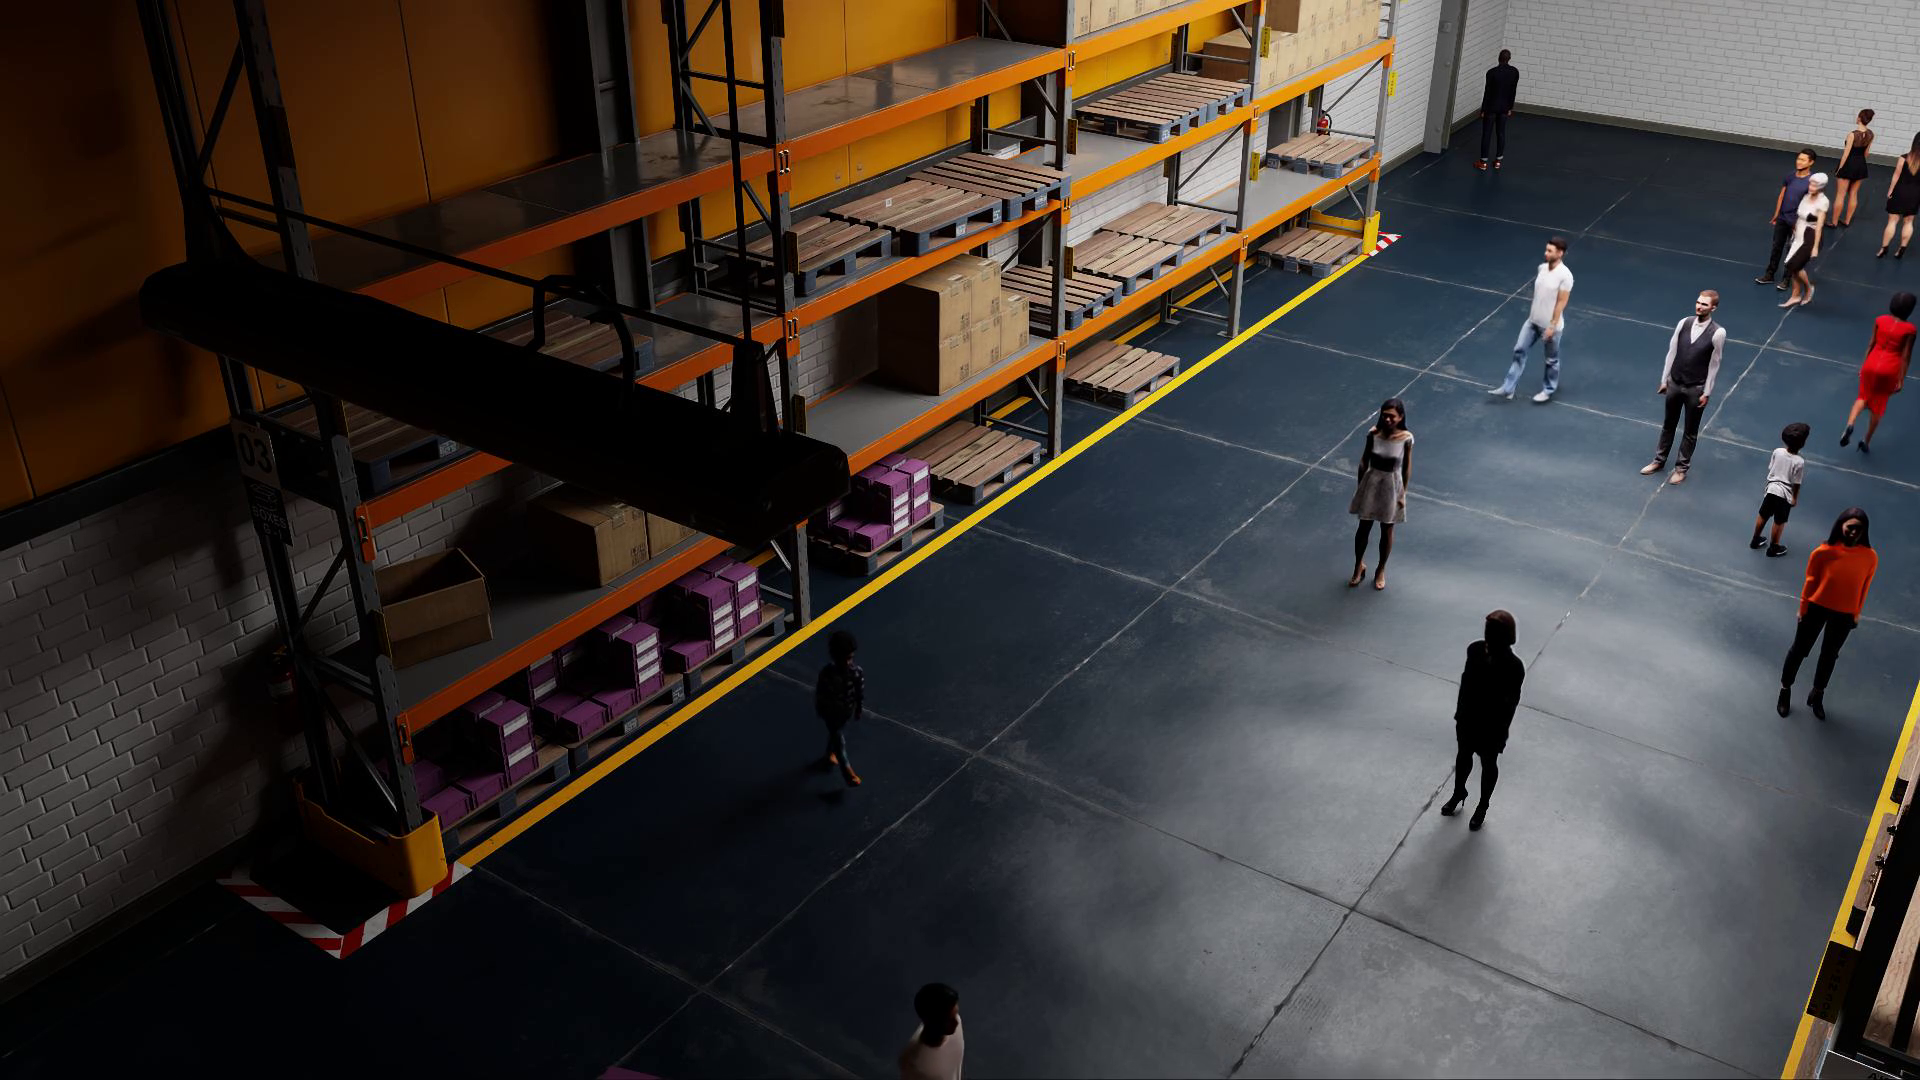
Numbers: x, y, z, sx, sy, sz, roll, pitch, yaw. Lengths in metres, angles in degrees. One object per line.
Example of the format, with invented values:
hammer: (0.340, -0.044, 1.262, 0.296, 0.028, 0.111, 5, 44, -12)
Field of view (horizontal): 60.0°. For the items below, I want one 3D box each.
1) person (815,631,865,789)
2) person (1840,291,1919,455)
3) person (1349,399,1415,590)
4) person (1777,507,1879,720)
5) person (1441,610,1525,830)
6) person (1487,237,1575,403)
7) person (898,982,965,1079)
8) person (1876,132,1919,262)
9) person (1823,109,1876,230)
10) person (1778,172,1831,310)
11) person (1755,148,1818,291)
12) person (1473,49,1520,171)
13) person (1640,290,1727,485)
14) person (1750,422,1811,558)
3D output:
person: (-0.899, 1.164, 11.998, 0.853, 1.212, 0.822, -9, 30, -16)
person: (9.138, -1.630, 16.577, 0.810, 1.732, 0.680, -23, 36, -36)
person: (3.614, -0.391, 14.263, 0.713, 1.774, 0.714, 10, 30, 18)
person: (6.565, 0.540, 12.581, 0.696, 1.749, 0.688, 5, 29, 10)
person: (3.590, 1.217, 11.386, 0.595, 1.704, 0.640, -21, 35, -34)
person: (6.324, -2.332, 17.756, 1.119, 1.834, 0.976, -13, 31, -22)
person: (-0.218, 2.854, 8.381, 0.680, 1.709, 0.607, 20, 34, 31)
person: (12.485, -4.531, 21.914, 0.745, 1.714, 0.756, 4, 29, 7)
person: (12.402, -5.165, 23.118, 0.673, 1.674, 0.739, -6, 29, -12)
person: (10.363, -3.600, 20.183, 0.962, 1.737, 0.893, 2, 29, 4)
person: (10.506, -4.060, 20.967, 0.681, 1.793, 0.715, -16, 33, -27)
person: (8.302, -6.666, 25.719, 0.776, 1.818, 0.837, -5, 29, -9)
person: (7.074, -1.512, 16.144, 0.656, 1.938, 0.718, -22, 35, -34)
person: (7.373, -0.461, 14.932, 0.579, 1.255, 0.551, -15, 32, -25)
